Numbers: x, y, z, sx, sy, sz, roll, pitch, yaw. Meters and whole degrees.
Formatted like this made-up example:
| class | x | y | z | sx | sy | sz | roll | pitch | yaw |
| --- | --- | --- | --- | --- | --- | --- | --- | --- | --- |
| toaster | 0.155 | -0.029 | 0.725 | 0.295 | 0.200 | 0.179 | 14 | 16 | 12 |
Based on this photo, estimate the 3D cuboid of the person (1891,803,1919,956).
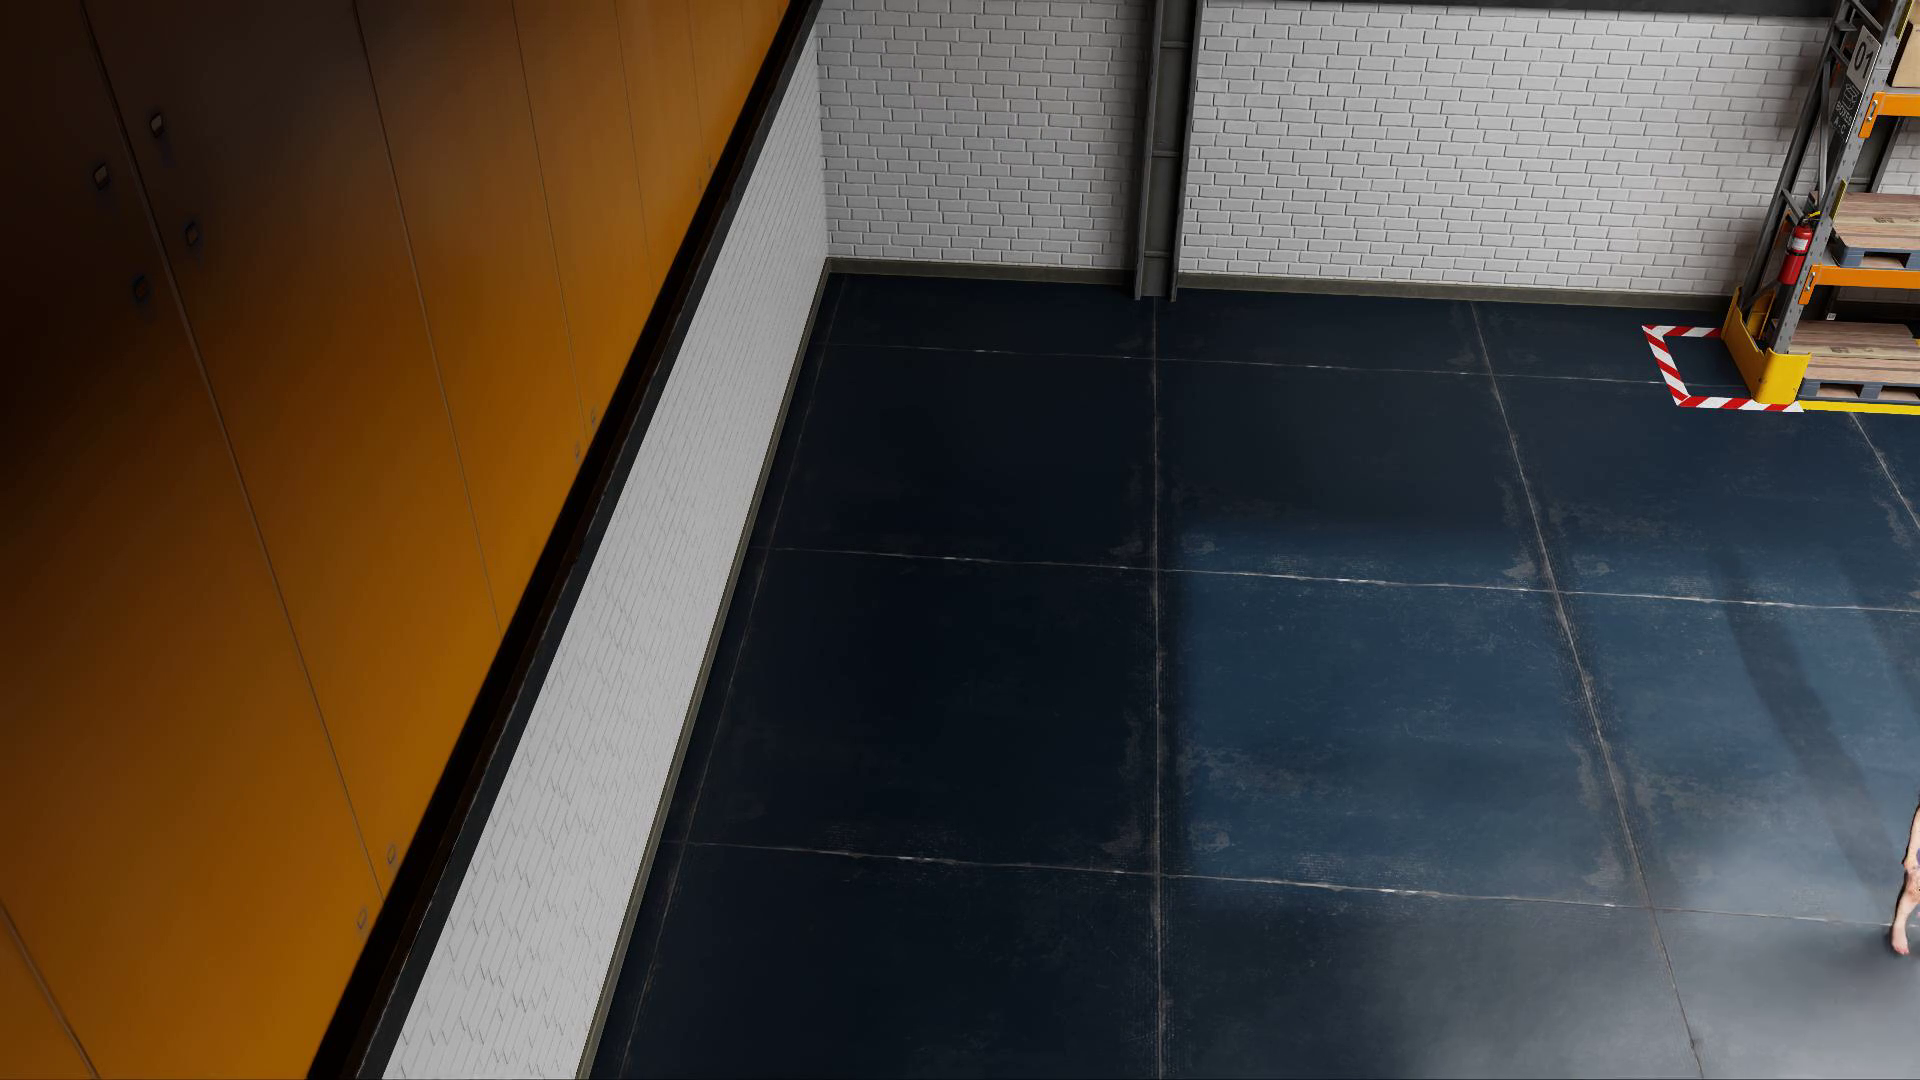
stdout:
| class | x | y | z | sx | sy | sz | roll | pitch | yaw |
| --- | --- | --- | --- | --- | --- | --- | --- | --- | --- |
| person | 5.610 | 1.710 | 9.501 | 0.588 | 1.685 | 0.737 | 4 | 39 | 5 |
